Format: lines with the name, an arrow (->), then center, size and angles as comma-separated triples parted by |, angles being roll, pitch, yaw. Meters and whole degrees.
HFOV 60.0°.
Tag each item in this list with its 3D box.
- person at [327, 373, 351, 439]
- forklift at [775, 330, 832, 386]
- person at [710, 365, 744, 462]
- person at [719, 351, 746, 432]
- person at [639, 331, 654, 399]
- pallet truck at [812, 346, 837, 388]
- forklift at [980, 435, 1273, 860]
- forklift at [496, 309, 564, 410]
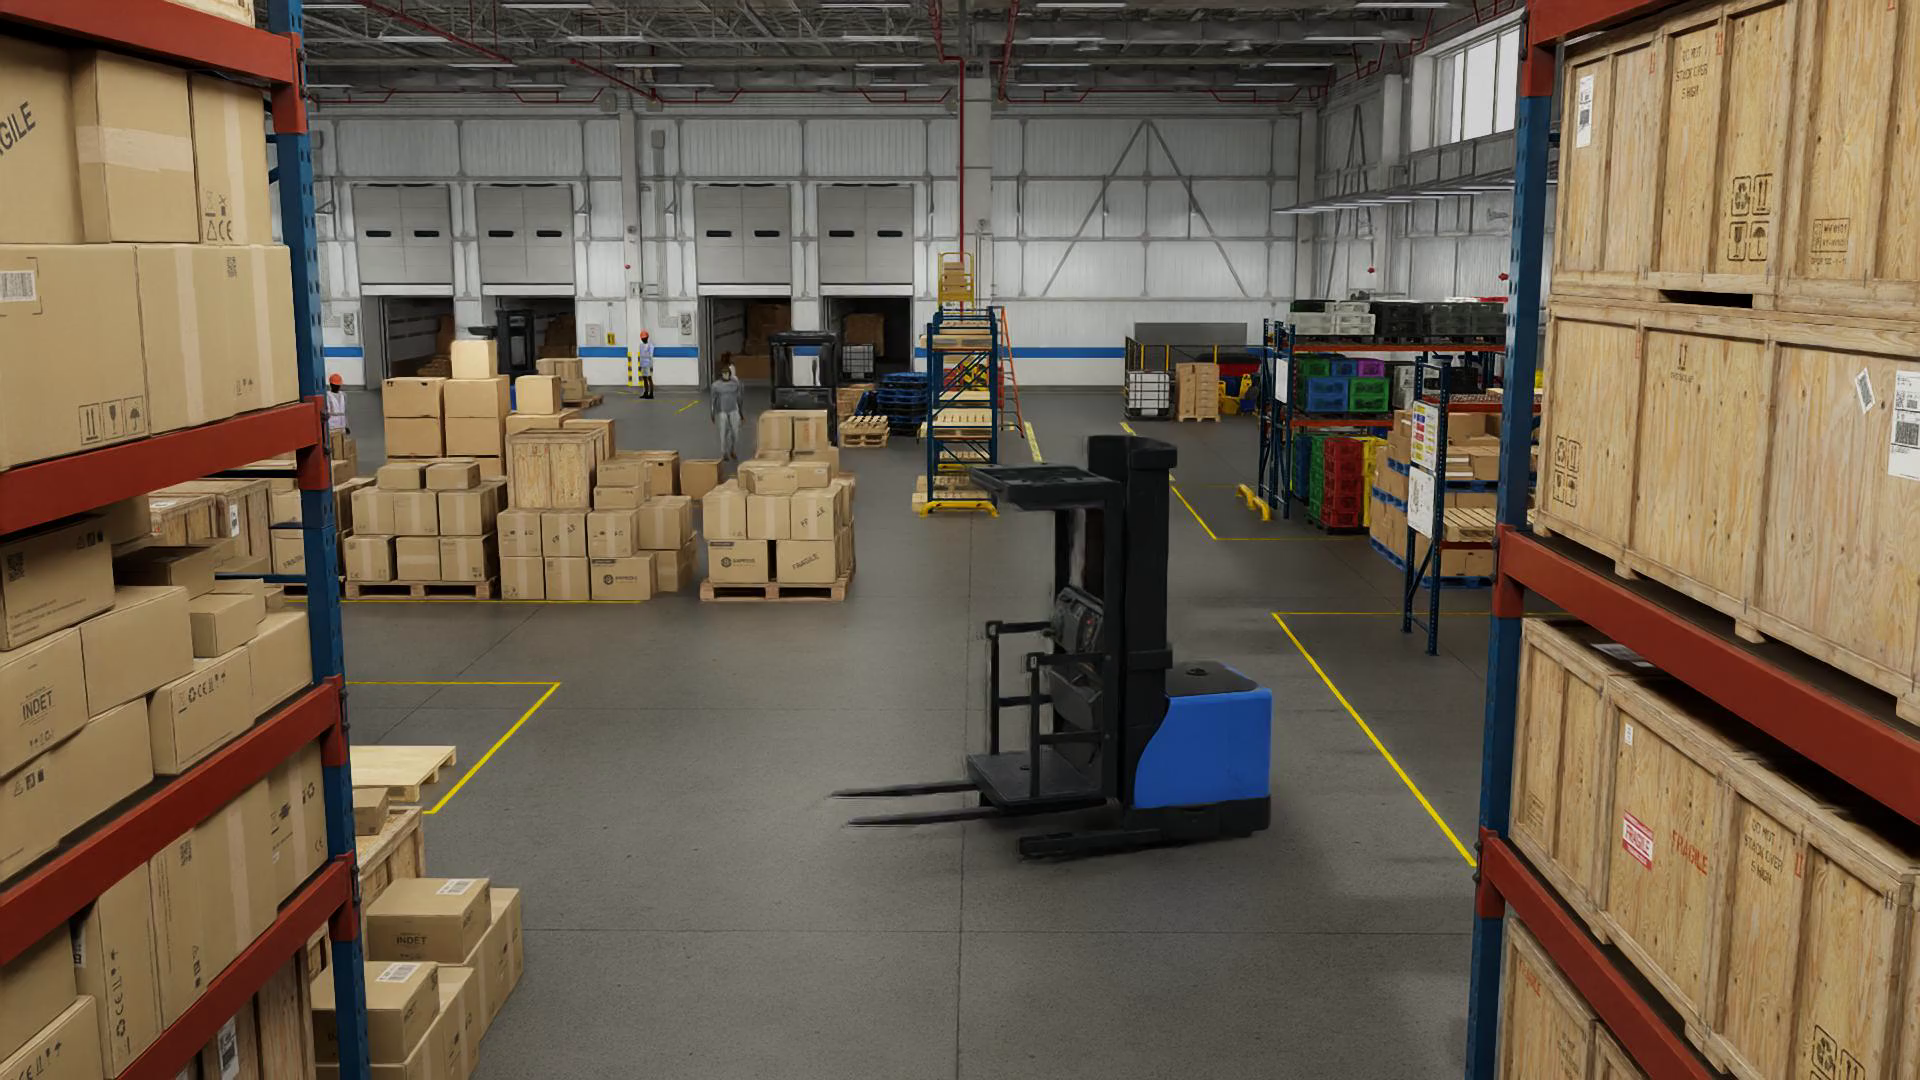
person -> -11.433, -2.093, 30.523 | 0.374, 1.929, 0.542 | 6, 11, 29
forklift -> -2.607, -2.126, 27.965 | 1.129, 2.768, 1.873 | 0, 10, -3
person -> -4.588, -2.481, 32.801 | 0.666, 1.909, 0.791 | -2, 10, -12
person -> -5.279, -3.423, 38.399 | 0.615, 1.868, 0.583 | -6, 11, -30
person -> -8.880, -4.948, 47.002 | 0.544, 1.929, 0.386 | 8, 13, 40
pallet truck -> -3.021, -4.312, 43.126 | 1.885, 1.965, 0.823 | 3, 10, 17
forklift -> 1.194, 0.678, 11.791 | 1.873, 2.768, 1.129 | -3, 10, -15
forklift -> -10.113, -3.891, 38.150 | 1.873, 2.768, 1.129 | 6, 12, 31
